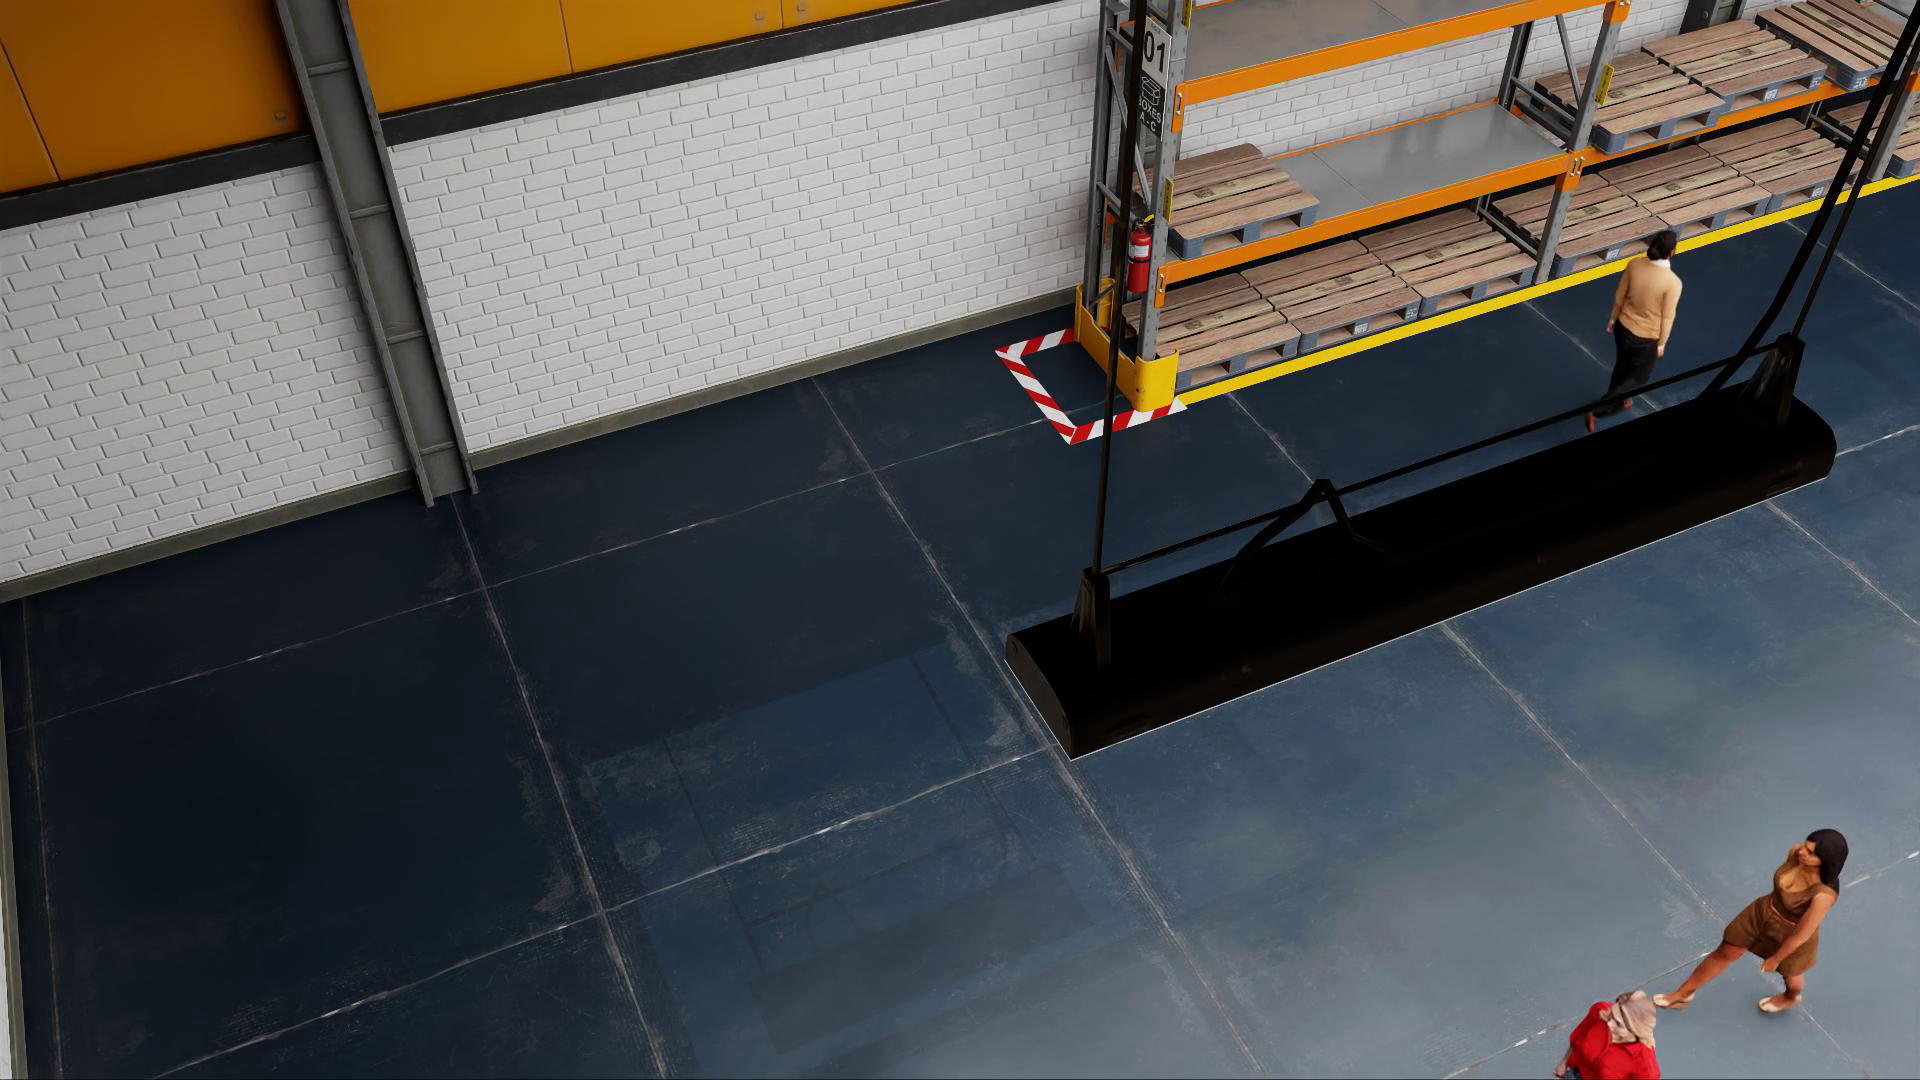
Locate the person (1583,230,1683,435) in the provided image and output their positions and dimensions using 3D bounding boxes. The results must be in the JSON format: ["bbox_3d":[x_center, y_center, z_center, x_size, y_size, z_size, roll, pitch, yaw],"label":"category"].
[{"bbox_3d":[5.085,-1.537,12.594,0.960,1.737,0.673,-21,47,-20],"label":"person"}]

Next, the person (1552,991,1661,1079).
[{"bbox_3d":[3.131,2.708,8.163,0.495,1.702,0.617,-17,46,-17],"label":"person"}]

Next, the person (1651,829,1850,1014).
[{"bbox_3d":[4.445,2.095,8.853,1.123,1.638,0.828,-3,44,-3],"label":"person"}]
